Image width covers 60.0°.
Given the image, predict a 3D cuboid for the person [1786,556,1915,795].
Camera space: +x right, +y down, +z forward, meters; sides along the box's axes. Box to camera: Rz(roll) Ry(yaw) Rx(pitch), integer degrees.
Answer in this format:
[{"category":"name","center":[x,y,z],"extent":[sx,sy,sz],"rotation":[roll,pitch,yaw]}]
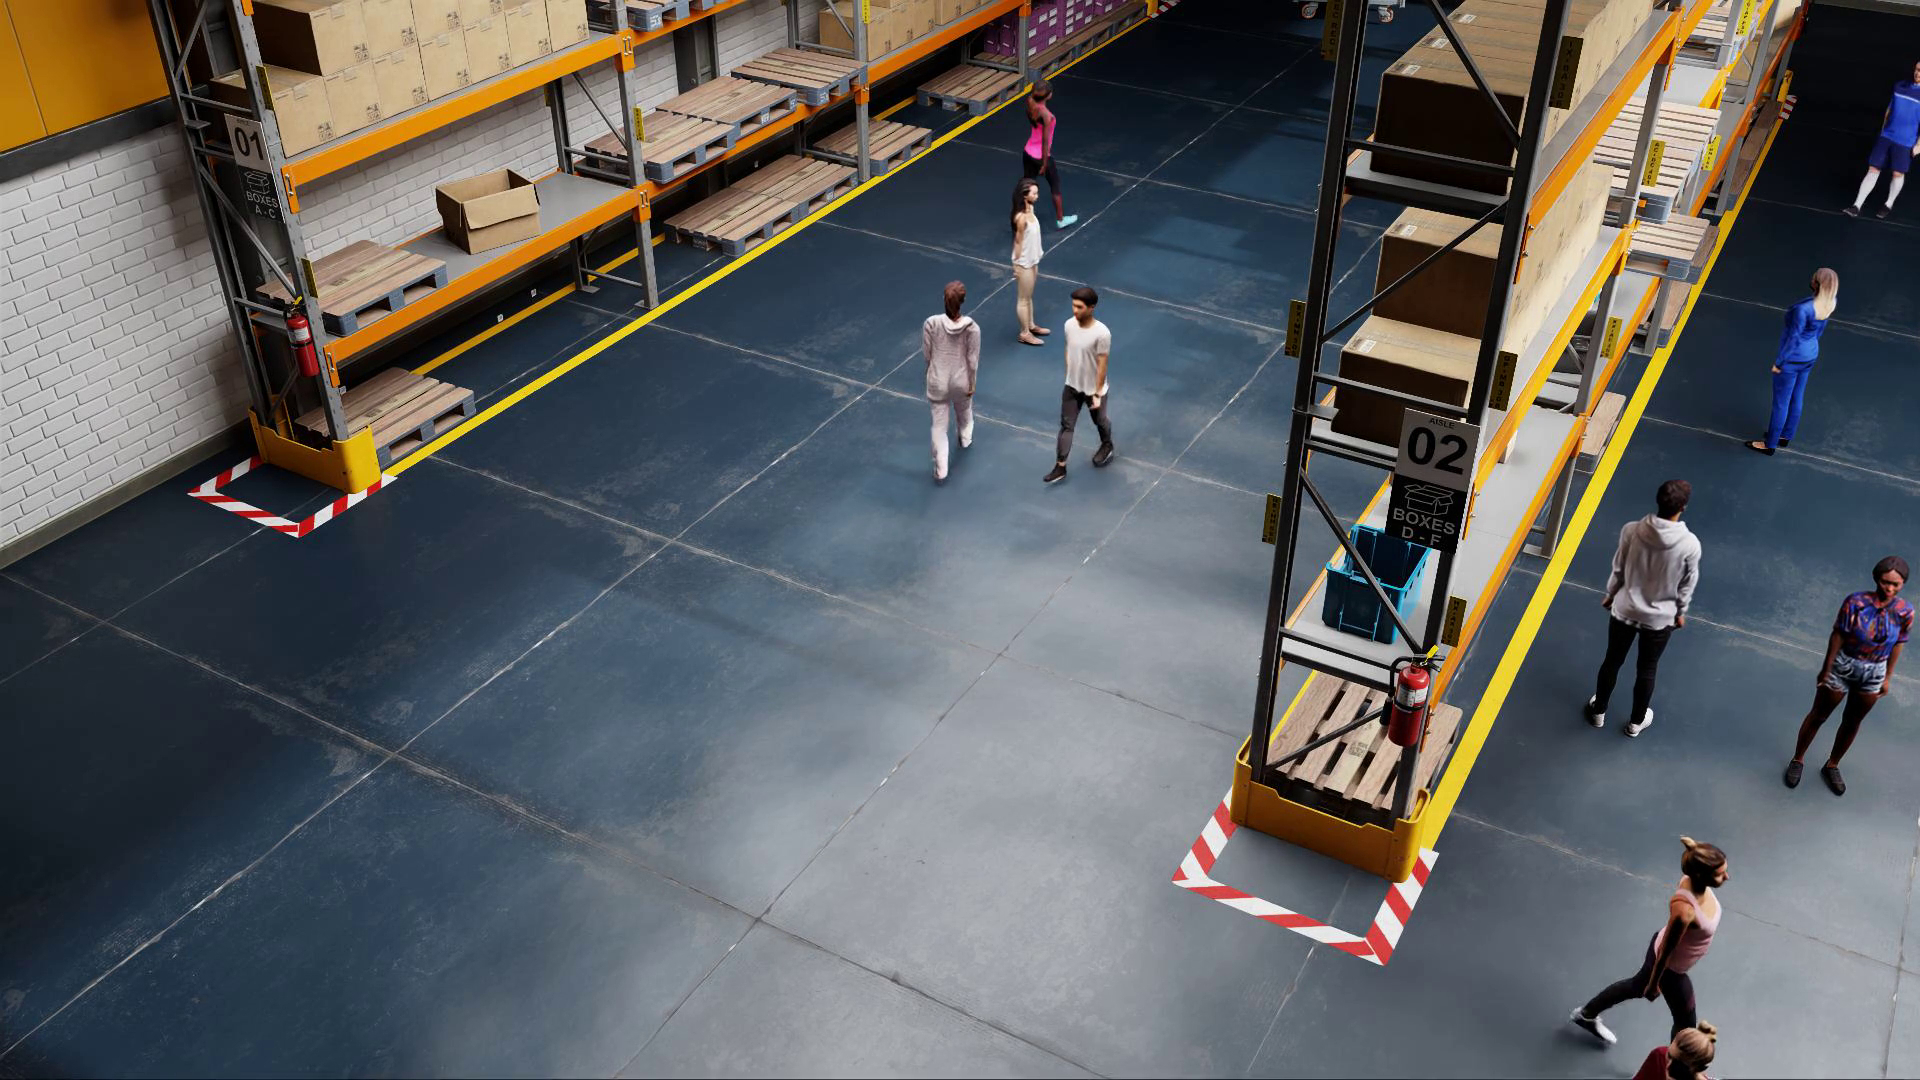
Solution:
[{"category":"person","center":[5.655,0.849,10.512],"extent":[0.648,1.741,0.609],"rotation":[8,34,11]}]

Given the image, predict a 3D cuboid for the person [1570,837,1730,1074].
[{"category":"person","center":[3.627,2.158,8.666],"extent":[0.645,1.604,0.983],"rotation":[19,38,26]}]

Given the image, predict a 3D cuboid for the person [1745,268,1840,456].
[{"category":"person","center":[7.118,-1.525,14.120],"extent":[0.636,1.701,0.758],"rotation":[-21,39,-28]}]

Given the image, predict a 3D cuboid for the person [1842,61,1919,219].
[{"category":"person","center":[10.445,-4.444,18.408],"extent":[1.067,1.816,0.897],"rotation":[-23,40,-31]}]

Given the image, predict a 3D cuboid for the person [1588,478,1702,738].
[{"category":"person","center":[4.501,0.453,10.939],"extent":[0.666,1.929,0.572],"rotation":[18,38,25]}]

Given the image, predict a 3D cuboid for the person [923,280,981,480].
[{"category":"person","center":[-0.100,-1.289,13.812],"extent":[0.947,1.649,1.166],"rotation":[2,34,3]}]

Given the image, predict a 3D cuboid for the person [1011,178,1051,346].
[{"category":"person","center":[0.613,-2.672,15.890],"extent":[0.673,1.653,0.619],"rotation":[-5,34,-8]}]

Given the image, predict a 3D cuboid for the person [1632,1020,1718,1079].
[{"category":"person","center":[3.195,2.819,7.586],"extent":[0.766,1.699,0.750],"rotation":[-17,37,-24]}]

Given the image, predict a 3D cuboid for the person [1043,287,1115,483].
[{"category":"person","center":[1.109,-1.320,13.828],"extent":[0.745,1.684,1.109],"rotation":[25,41,32]}]

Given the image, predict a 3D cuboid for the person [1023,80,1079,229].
[{"category":"person","center":[0.767,-4.120,18.027],"extent":[1.016,1.698,0.828],"rotation":[-19,38,-27]}]
